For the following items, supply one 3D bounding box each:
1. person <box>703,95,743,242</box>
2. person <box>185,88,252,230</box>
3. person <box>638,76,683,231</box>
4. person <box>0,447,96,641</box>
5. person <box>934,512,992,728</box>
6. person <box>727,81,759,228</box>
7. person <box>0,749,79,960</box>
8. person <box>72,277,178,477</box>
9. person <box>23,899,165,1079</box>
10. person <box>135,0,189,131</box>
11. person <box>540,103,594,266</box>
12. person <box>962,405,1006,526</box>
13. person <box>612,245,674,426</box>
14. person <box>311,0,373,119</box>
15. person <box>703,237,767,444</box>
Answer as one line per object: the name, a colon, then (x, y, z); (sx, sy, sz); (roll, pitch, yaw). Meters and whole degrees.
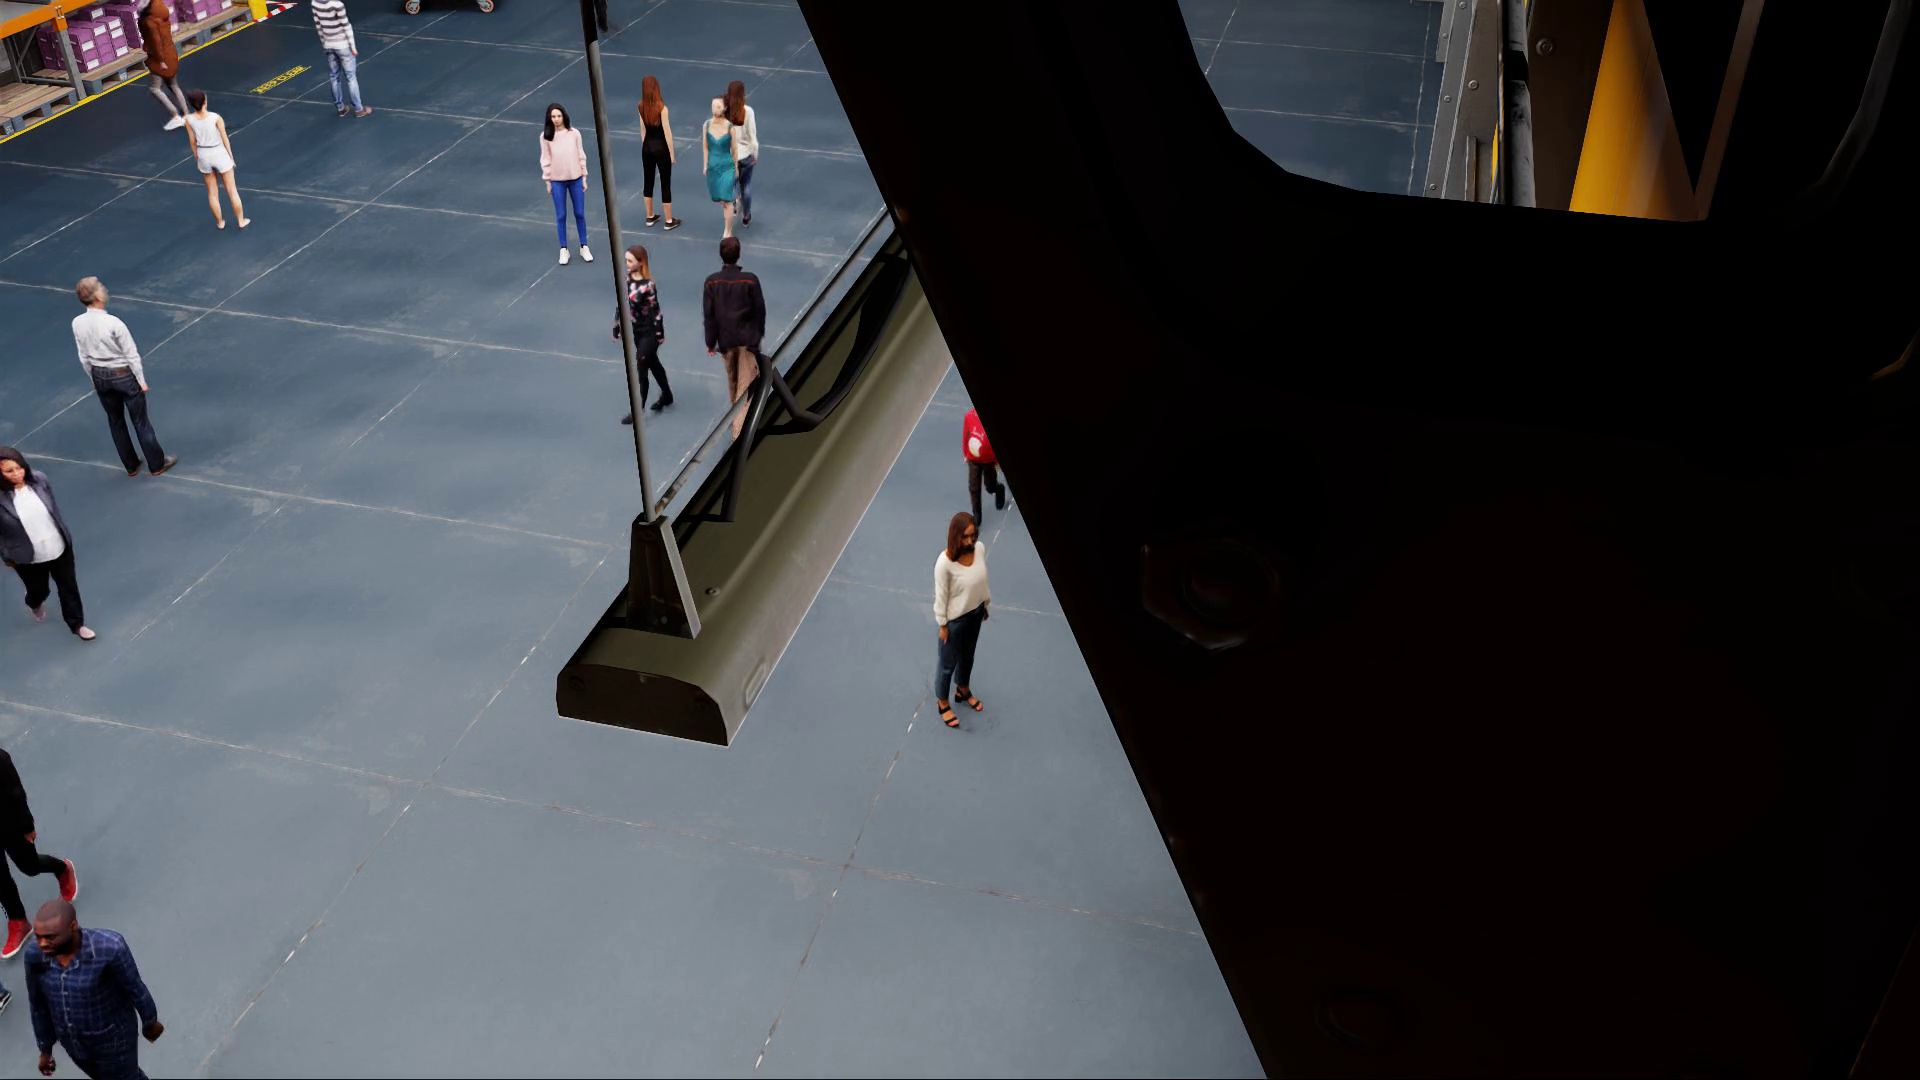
person: (-2.612, -4.120, 18.442); (0.588, 1.667, 0.837); (10, 35, 15)
person: (-8.425, -4.301, 18.769); (0.638, 1.607, 0.641); (-5, 34, -8)
person: (-3.440, -4.379, 18.782); (0.604, 1.722, 0.580); (16, 37, 22)
person: (-6.840, 0.026, 12.282); (0.914, 1.582, 0.926); (22, 39, 29)
person: (-0.001, 0.515, 11.457); (0.651, 1.680, 0.765); (-29, 43, -36)
person: (-2.506, -4.293, 18.691); (0.720, 1.680, 0.830); (1, 34, 2)
person: (-5.639, 1.633, 9.789); (0.746, 1.666, 0.965); (0, 34, 0)
person: (-7.199, -1.387, 14.194); (0.684, 1.818, 0.622); (3, 34, 4)
person: (-4.311, 2.442, 8.441); (0.701, 1.810, 0.725); (5, 34, 7)
person: (-10.200, -6.209, 21.442); (0.853, 1.825, 0.757); (-2, 34, -3)
person: (-4.255, -3.865, 17.967); (0.724, 1.769, 0.727); (-9, 35, -14)
person: (0.207, -0.700, 13.653); (0.541, 1.274, 0.749); (12, 36, 18)
person: (-2.811, -1.919, 15.139); (0.984, 1.659, 0.845); (-27, 42, -34)
person: (-8.184, -6.498, 21.851); (0.643, 1.854, 0.509); (9, 35, 13)
person: (-1.946, -1.672, 14.570); (0.804, 1.877, 1.245); (2, 34, 3)
